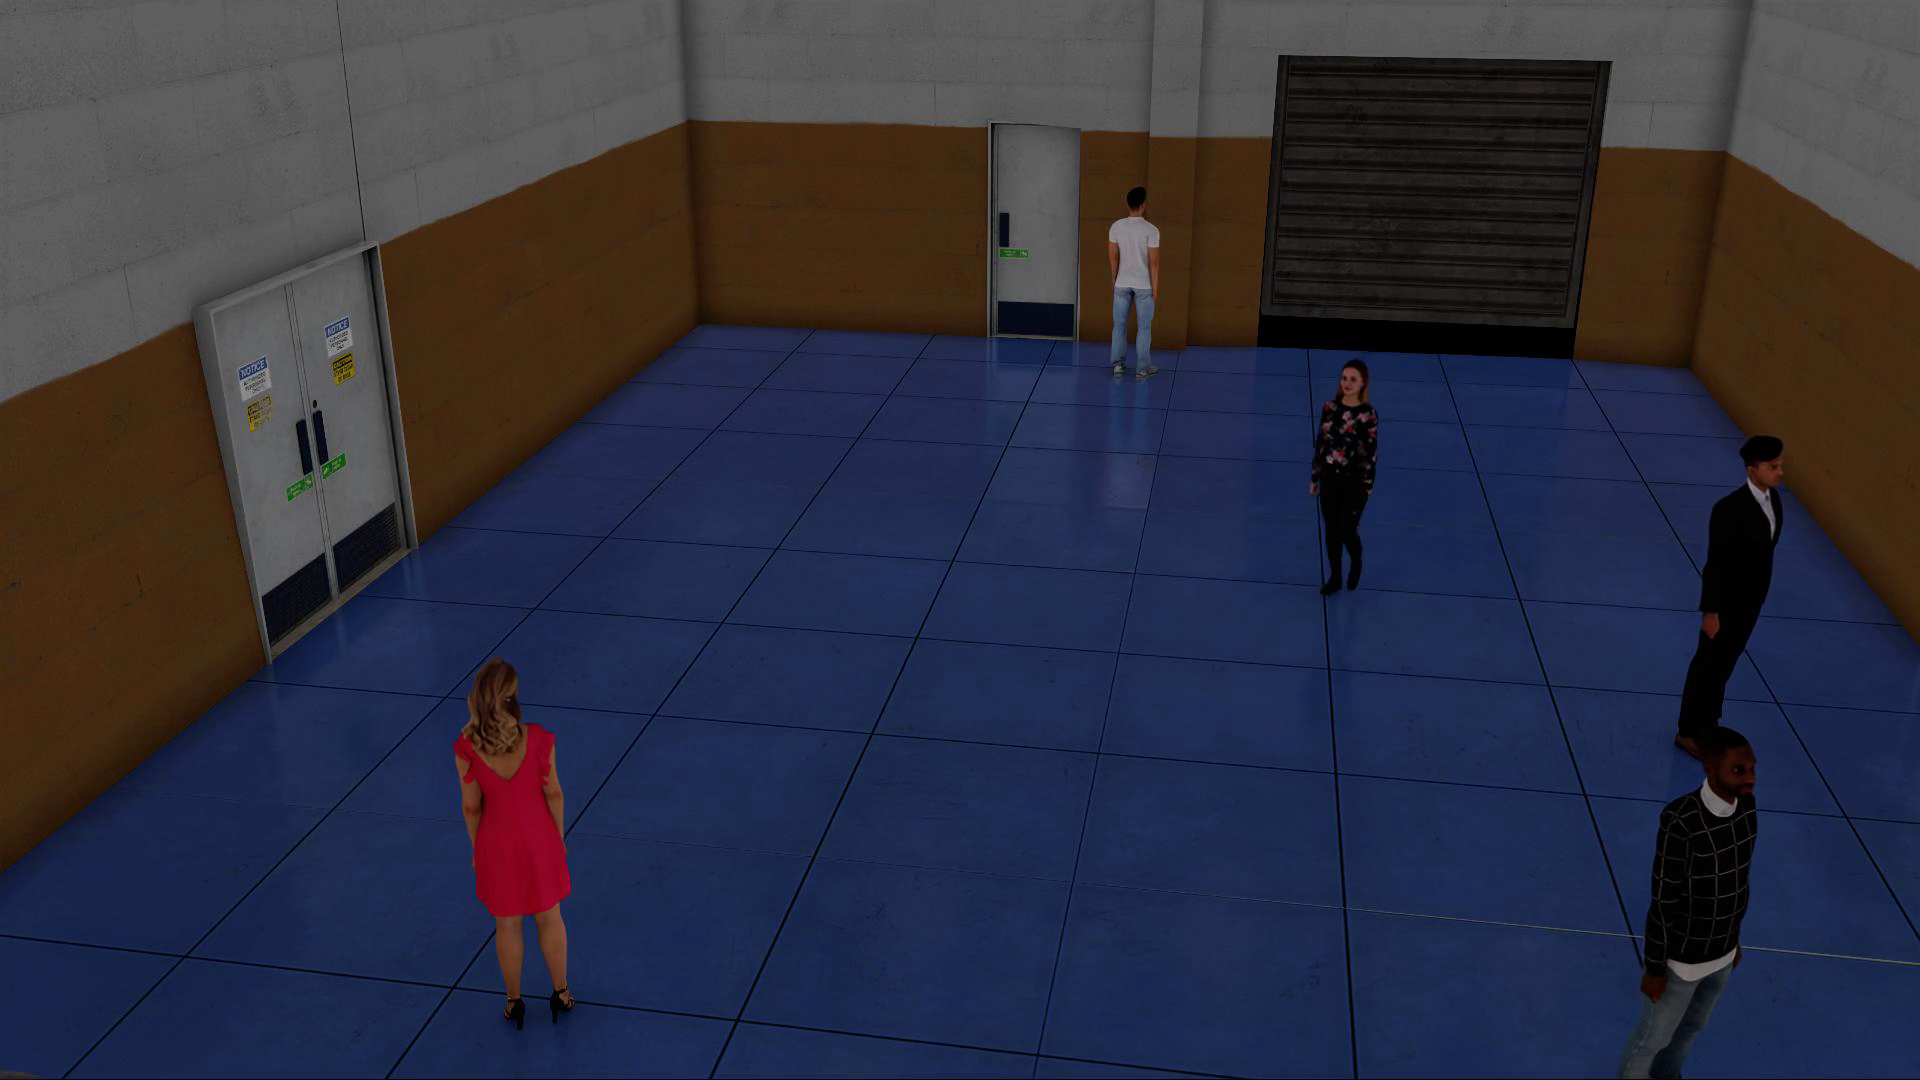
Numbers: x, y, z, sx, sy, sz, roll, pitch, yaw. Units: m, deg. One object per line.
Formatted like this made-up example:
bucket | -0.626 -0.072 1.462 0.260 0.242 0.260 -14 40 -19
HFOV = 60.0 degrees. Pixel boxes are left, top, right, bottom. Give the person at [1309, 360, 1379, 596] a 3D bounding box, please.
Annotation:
person | 2.664 -0.433 11.385 0.684 1.674 0.758 18 28 37

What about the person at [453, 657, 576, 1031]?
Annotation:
person | -1.870 1.289 7.026 0.590 1.728 0.703 -4 22 -11

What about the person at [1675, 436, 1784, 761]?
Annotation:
person | 4.302 0.302 9.276 0.754 1.883 0.811 -15 26 -33

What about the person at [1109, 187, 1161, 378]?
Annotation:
person | 1.715 -2.533 16.357 0.610 1.864 0.793 10 24 24

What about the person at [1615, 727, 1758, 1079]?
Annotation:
person | 2.770 1.519 6.330 0.721 1.821 0.803 -12 25 -28
